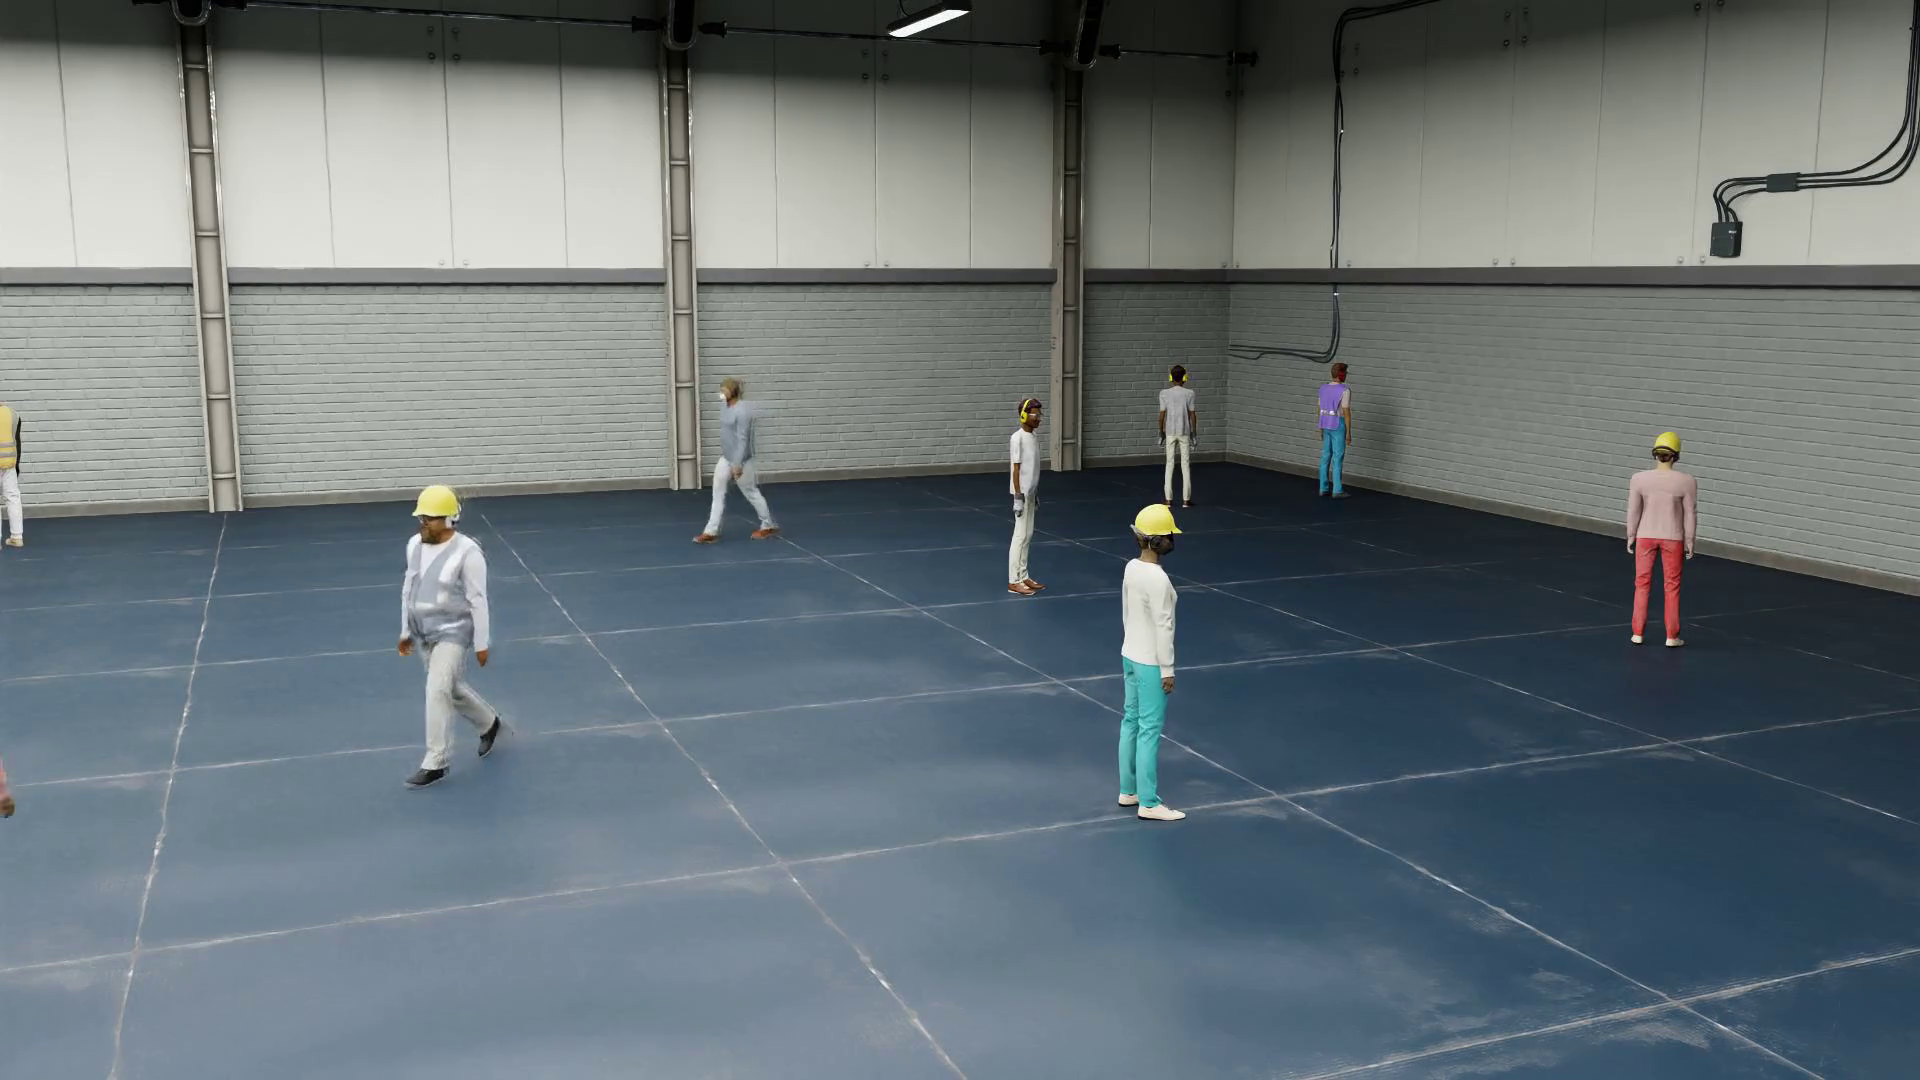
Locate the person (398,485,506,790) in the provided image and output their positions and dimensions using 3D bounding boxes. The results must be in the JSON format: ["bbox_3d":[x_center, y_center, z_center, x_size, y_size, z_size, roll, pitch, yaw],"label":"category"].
[{"bbox_3d":[-3.081,0.540,10.082,0.589,1.801,0.835,6,11,33],"label":"person"}]

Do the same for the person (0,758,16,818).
[{"bbox_3d":[-4.286,1.044,7.062,0.539,1.745,0.528,3,10,21],"label":"person"}]

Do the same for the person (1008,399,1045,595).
[{"bbox_3d":[0.641,-0.420,15.908,0.310,1.864,0.532,3,10,21],"label":"person"}]

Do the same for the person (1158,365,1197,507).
[{"bbox_3d":[2.853,-1.358,21.798,0.521,1.865,0.327,2,9,13],"label":"person"}]

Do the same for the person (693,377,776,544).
[{"bbox_3d":[-2.537,-0.906,18.898,1.011,1.893,0.647,-7,11,-36],"label":"person"}]

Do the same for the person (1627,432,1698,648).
[{"bbox_3d":[5.728,-0.002,13.591,0.533,1.767,0.326,5,10,30],"label":"person"}]

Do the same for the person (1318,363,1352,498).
[{"bbox_3d":[5.106,-1.494,22.705,0.372,1.843,0.571,-5,10,-30],"label":"person"}]

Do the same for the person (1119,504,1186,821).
[{"bbox_3d":[1.072,0.678,9.319,0.313,1.769,0.523,-3,9,-17],"label":"person"}]

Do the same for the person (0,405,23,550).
[{"bbox_3d":[-10.702,-0.806,18.418,0.430,1.840,0.621,4,10,25],"label":"person"}]
